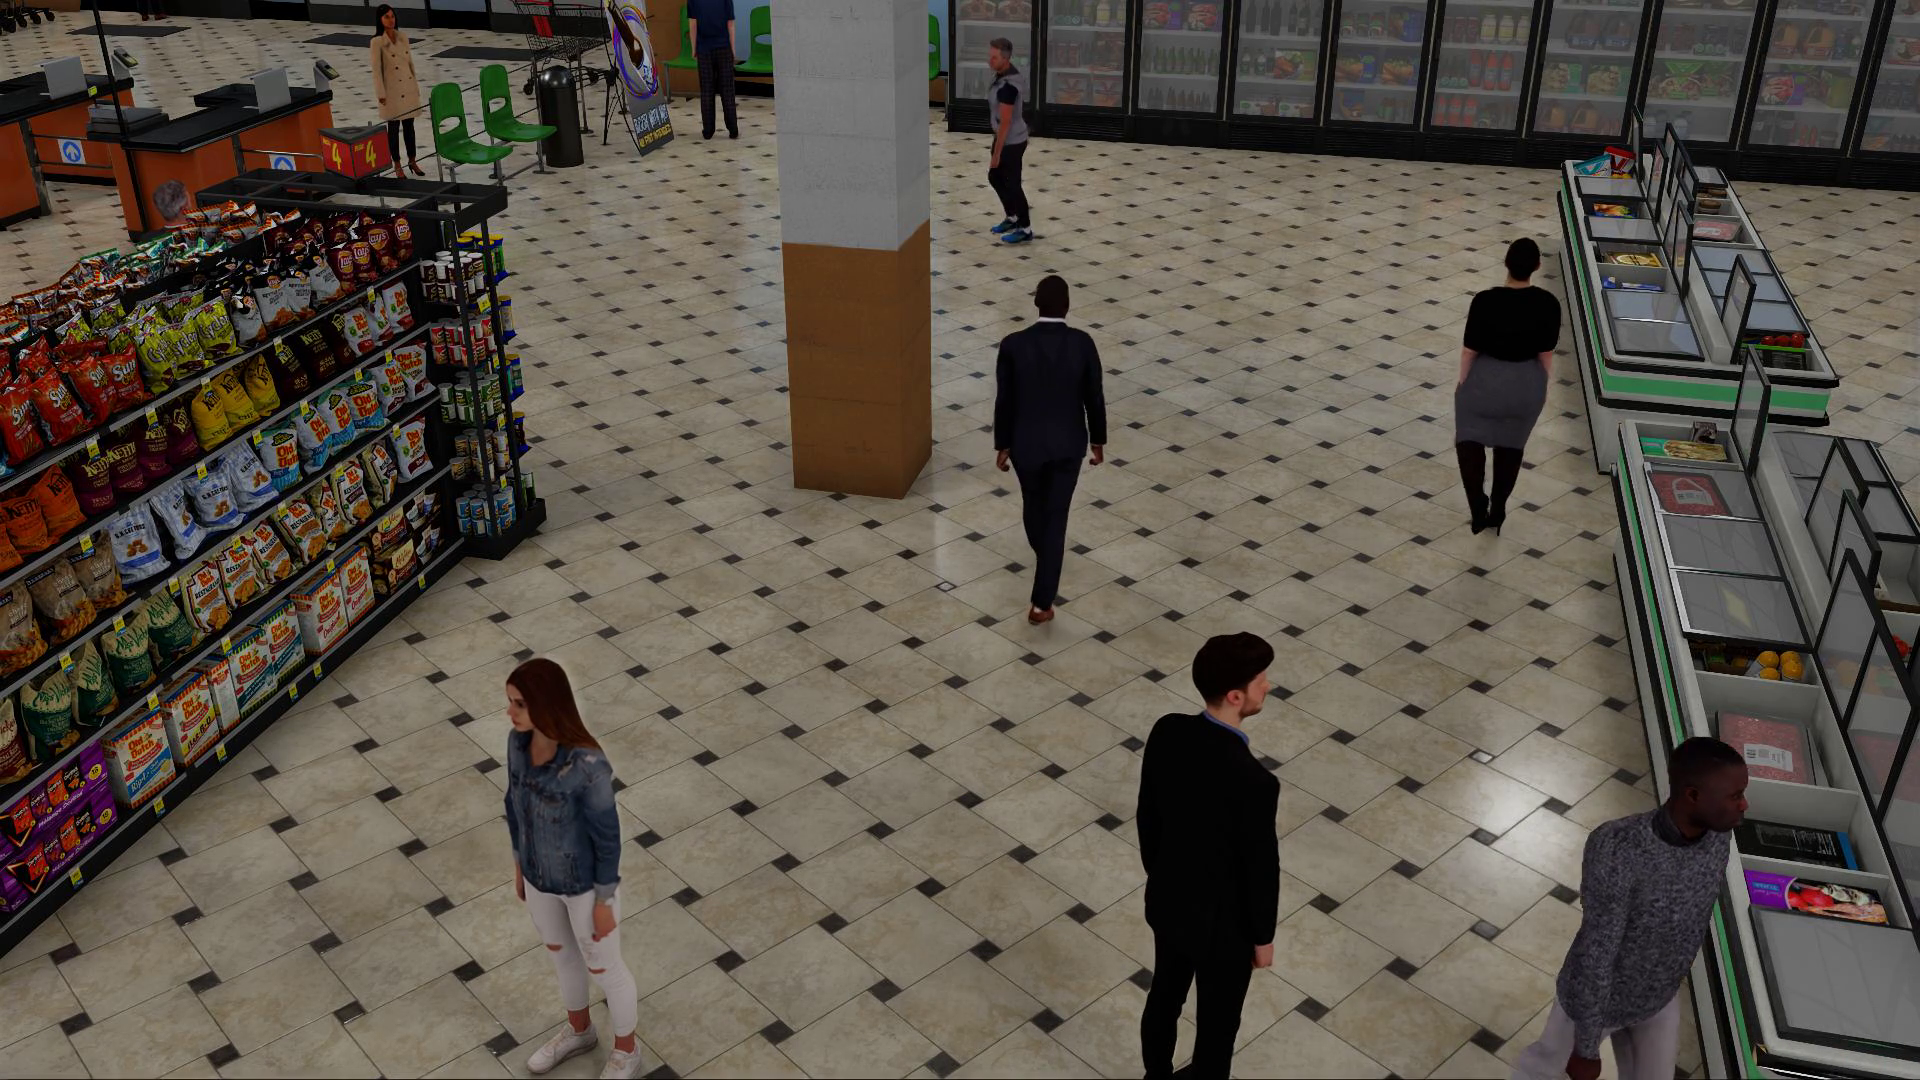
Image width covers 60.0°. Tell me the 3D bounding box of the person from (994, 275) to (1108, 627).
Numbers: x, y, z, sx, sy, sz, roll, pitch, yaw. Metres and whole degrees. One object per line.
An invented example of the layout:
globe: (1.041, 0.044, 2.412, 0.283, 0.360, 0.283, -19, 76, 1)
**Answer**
person: (0.438, -0.414, 8.445, 0.756, 1.780, 1.211, 5, 27, 10)

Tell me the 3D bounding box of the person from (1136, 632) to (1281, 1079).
person: (0.769, 1.144, 5.255, 0.826, 1.886, 0.792, -19, 33, -33)

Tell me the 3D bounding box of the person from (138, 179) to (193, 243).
person: (-4.596, -1.281, 10.084, 0.709, 1.842, 0.577, 7, 28, 13)

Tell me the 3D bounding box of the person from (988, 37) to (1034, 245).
person: (0.481, -3.430, 14.385, 0.891, 1.786, 0.737, 3, 27, 7)

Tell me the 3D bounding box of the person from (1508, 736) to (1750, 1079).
person: (1.919, 1.318, 5.020, 1.124, 1.788, 1.278, -8, 28, -15)

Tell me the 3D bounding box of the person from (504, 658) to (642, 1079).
person: (-1.280, 1.118, 5.510, 0.673, 1.701, 0.624, 17, 31, 29)

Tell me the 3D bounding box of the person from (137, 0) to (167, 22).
person: (-12.186, -8.615, 24.676, 0.712, 1.726, 0.682, -5, 27, -10)

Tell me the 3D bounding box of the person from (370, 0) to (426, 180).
person: (-5.586, -4.442, 16.496, 0.765, 1.682, 0.606, 19, 33, 33)

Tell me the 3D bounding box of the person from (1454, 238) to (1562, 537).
person: (3.010, -0.776, 9.198, 0.681, 1.743, 0.878, 5, 27, 10)

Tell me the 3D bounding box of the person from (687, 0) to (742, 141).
person: (-2.648, -5.282, 17.943, 0.728, 1.872, 0.677, -3, 27, -5)
